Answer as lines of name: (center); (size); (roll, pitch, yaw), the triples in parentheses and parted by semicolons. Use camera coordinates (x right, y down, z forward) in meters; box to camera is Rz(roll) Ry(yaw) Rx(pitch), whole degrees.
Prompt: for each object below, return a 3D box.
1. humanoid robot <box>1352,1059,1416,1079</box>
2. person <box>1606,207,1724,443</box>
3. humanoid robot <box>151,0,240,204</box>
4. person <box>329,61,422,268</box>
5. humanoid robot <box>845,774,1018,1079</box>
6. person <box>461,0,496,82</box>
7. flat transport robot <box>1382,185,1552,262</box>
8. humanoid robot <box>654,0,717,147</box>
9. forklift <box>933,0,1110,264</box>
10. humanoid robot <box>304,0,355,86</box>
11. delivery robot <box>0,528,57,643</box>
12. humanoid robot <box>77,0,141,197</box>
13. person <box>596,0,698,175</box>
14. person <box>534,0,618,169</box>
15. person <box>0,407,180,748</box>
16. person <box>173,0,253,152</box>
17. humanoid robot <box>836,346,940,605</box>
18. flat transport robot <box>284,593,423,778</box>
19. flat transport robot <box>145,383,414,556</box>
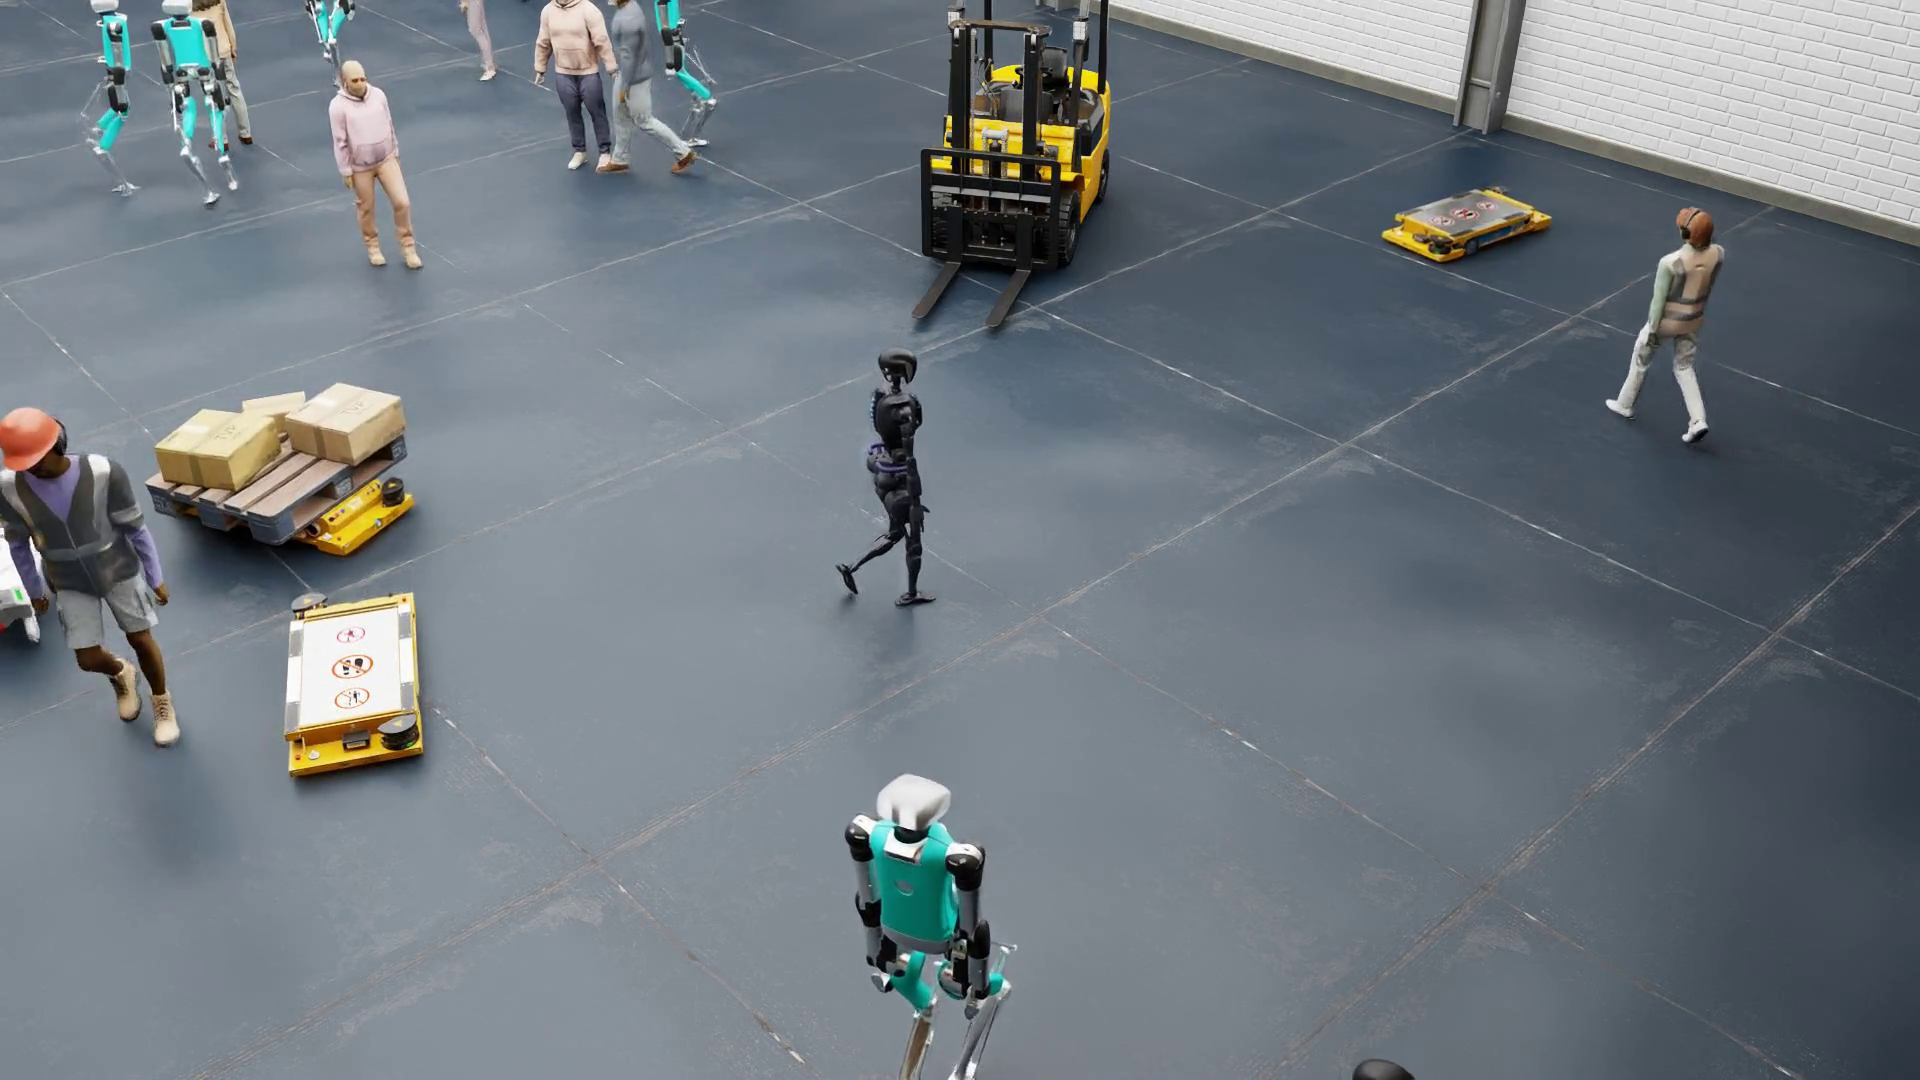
humanoid robot: (1.283, 2.274, 5.417); (0.766, 1.626, 0.590); (18, 37, 25)
person: (4.831, -1.441, 11.156); (0.512, 1.605, 0.760); (-9, 34, -13)
humanoid robot: (-6.759, -3.807, 14.724); (0.534, 1.779, 0.875); (-7, 34, -11)
person: (-4.757, -3.021, 13.467); (0.539, 1.746, 0.683); (-24, 40, -32)
humanoid robot: (-0.070, 1.558, 6.451); (0.561, 1.811, 0.702); (14, 36, 20)
person: (-5.252, -5.846, 17.824); (0.320, 1.724, 0.640); (-6, 34, -9)
flat transport robot: (4.395, -2.738, 14.381); (1.431, 0.231, 0.659); (-21, 38, -29)
humanoid robot: (-2.581, -4.612, 15.923); (0.707, 1.809, 0.553); (-1, 33, -1)
forklift: (0.570, -3.725, 14.138); (1.214, 2.155, 2.313); (9, 34, 13)
humanoid robot: (-6.635, -5.554, 17.386); (0.538, 1.734, 1.028); (-2, 33, -3)
delivery robot: (-5.487, 0.232, 9.547); (0.499, 0.585, 0.775); (-10, 34, -15)
humanoid robot: (-7.673, -3.910, 14.901); (0.748, 1.848, 0.536); (-14, 36, -21)
person: (-2.931, -4.229, 15.194); (0.868, 1.905, 0.633); (-9, 34, -14)
person: (-3.544, -4.367, 15.435); (0.818, 1.854, 0.434); (5, 33, 7)
person: (-4.317, 0.194, 8.276); (0.649, 2.014, 0.506); (-10, 34, -15)
person: (-7.139, -4.645, 15.843); (0.413, 1.876, 0.550); (26, 41, 34)
humanoid robot: (-0.407, -0.336, 9.401); (0.522, 1.640, 0.609); (-10, 34, -15)
flat transport robot: (-3.295, 0.728, 9.054); (0.659, 0.231, 1.431); (-9, 34, -14)
flat transport robot: (-4.281, -0.278, 10.601); (1.431, 0.231, 0.659); (13, 35, 20)
